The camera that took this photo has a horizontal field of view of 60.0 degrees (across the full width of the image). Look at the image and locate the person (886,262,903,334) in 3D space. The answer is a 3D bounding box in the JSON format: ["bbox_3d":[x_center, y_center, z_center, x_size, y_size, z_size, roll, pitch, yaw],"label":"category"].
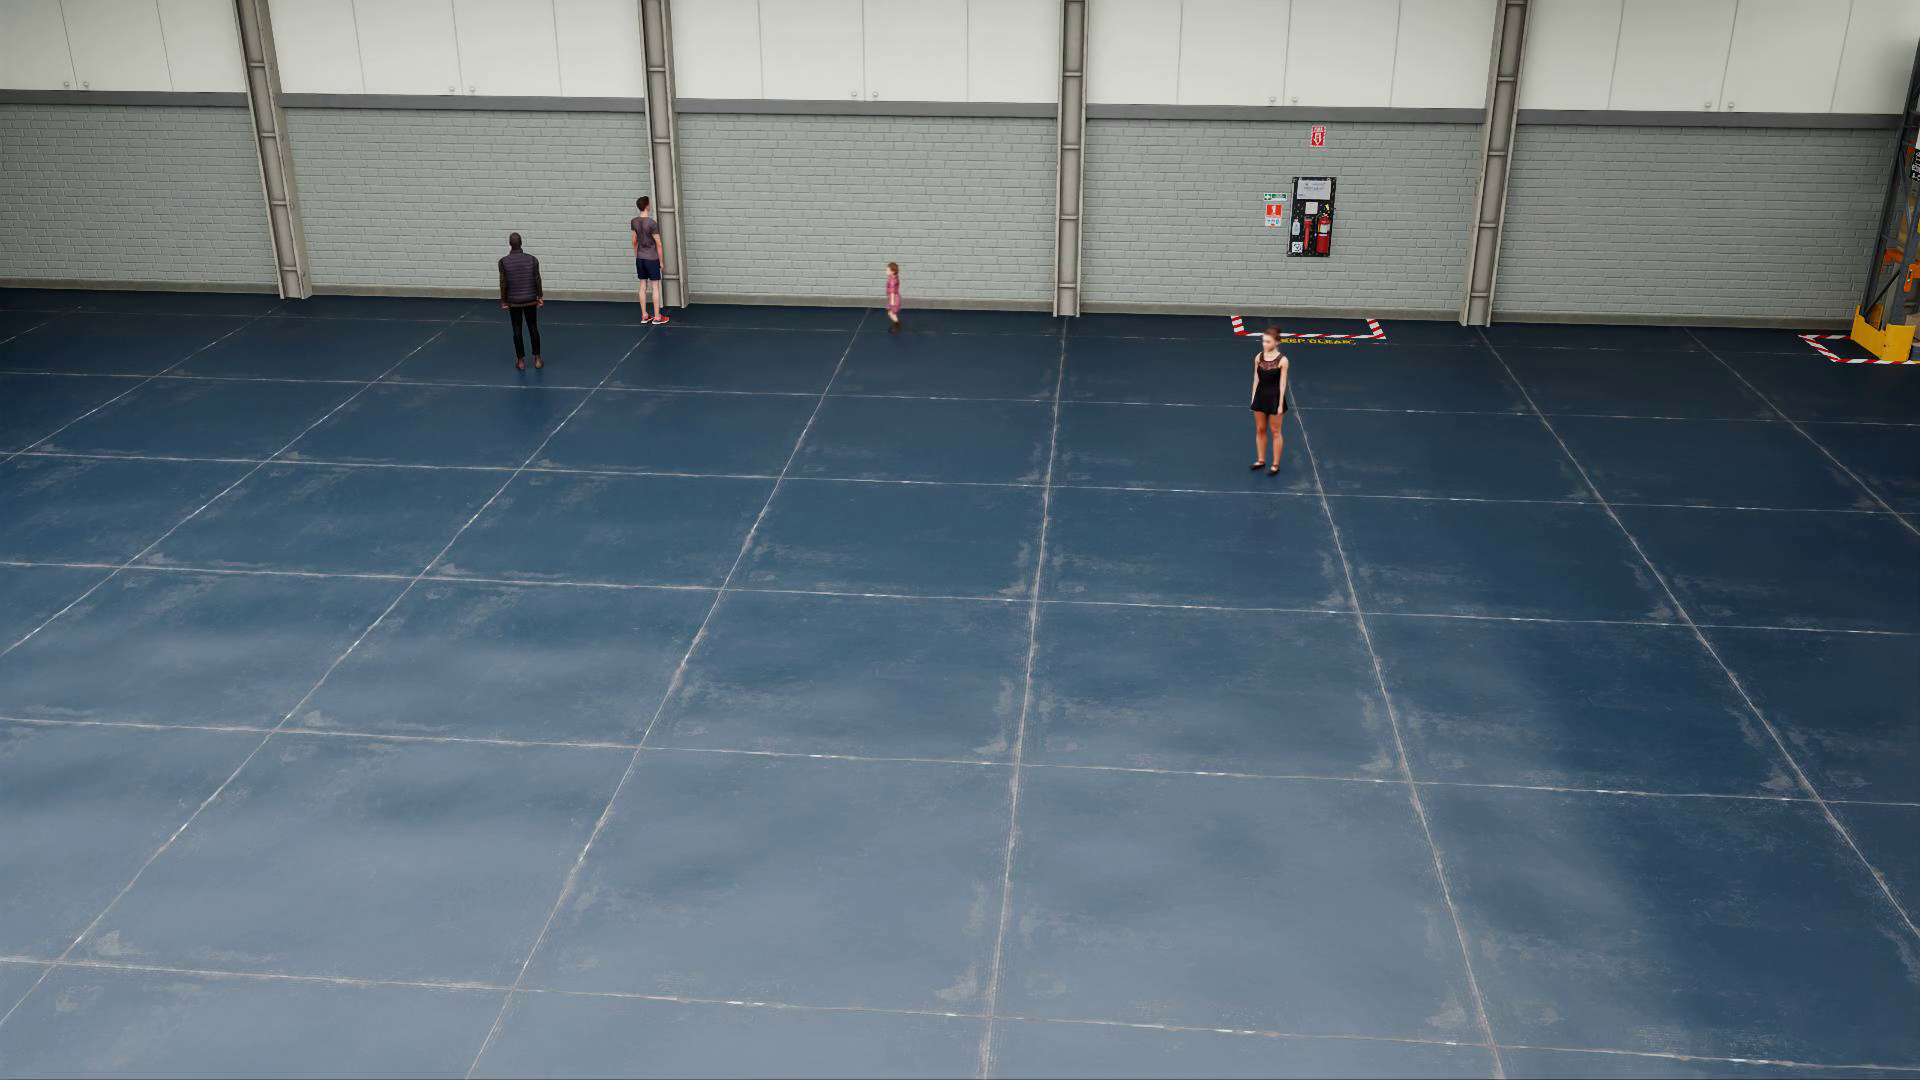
[{"bbox_3d":[-0.912,-3.474,23.864,0.463,1.015,0.431,3,23,6],"label":"person"}]

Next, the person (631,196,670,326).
[{"bbox_3d":[-4.542,-4.072,24.198,0.605,1.853,0.769,10,25,22],"label":"person"}]

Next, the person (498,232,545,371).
[{"bbox_3d":[-5.836,-3.188,22.143,0.664,1.836,0.838,-8,24,-17],"label":"person"}]

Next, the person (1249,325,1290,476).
[{"bbox_3d":[3.458,-1.569,18.533,0.671,1.681,0.752,19,29,37],"label":"person"}]
